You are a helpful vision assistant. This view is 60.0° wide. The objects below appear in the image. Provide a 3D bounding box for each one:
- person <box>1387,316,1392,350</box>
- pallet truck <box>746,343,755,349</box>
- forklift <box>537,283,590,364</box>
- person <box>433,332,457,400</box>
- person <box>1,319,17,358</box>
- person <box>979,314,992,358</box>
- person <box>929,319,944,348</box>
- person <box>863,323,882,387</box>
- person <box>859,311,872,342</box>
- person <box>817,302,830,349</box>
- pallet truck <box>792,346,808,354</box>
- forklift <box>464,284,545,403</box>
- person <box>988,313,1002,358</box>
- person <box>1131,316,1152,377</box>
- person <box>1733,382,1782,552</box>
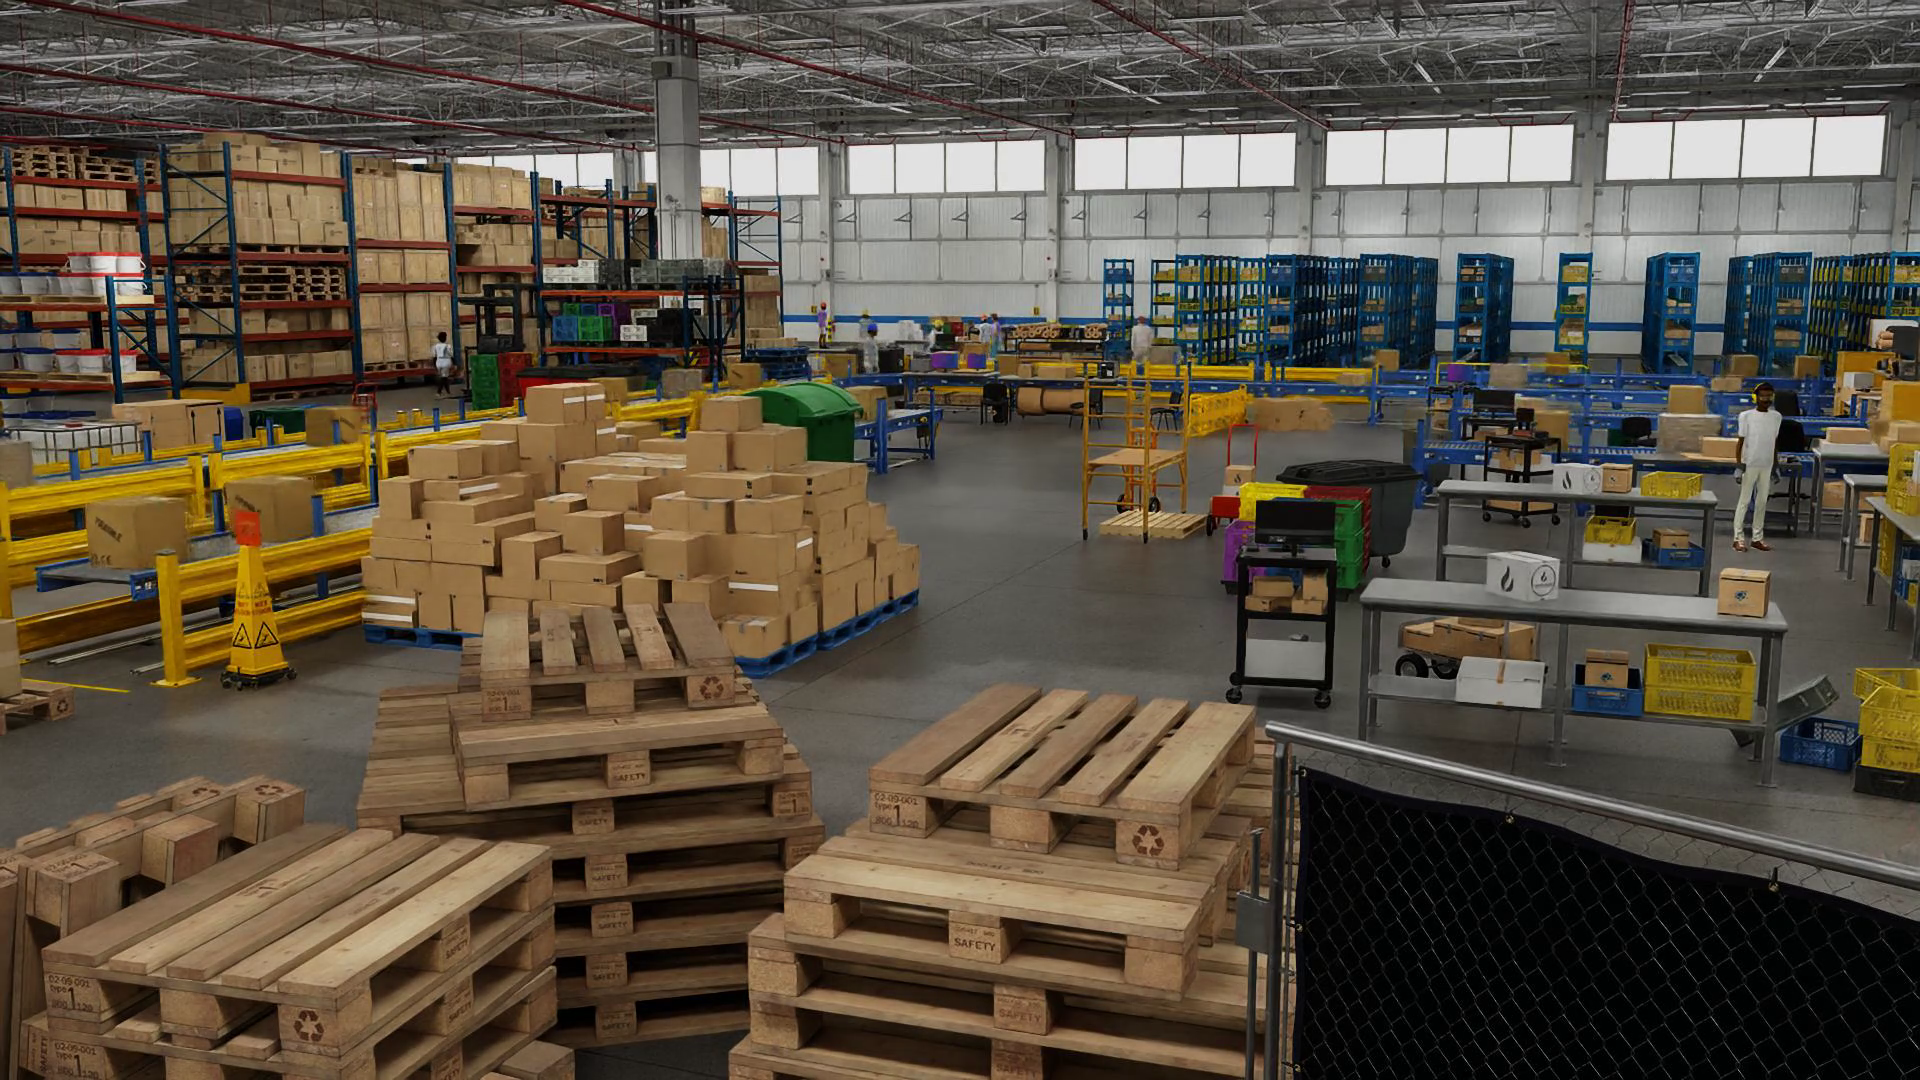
[{"bbox_3d":[14.996,-7.066,57.893,0.584,1.777,0.984,4,10,26],"label":"person"},{"bbox_3d":[-6.183,-4.618,44.264,1.601,1.201,0.680,-9,12,-43],"label":"pallet truck"},{"bbox_3d":[-11.005,-5.595,45.221,1.129,2.768,1.873,3,10,20],"label":"forklift"},{"bbox_3d":[-12.599,-4.238,40.543,0.534,1.654,0.880,4,10,24],"label":"person"},{"bbox_3d":[-26.155,-5.130,45.482,0.655,1.868,0.726,-5,10,-30],"label":"person"},{"bbox_3d":[0.800,-6.557,54.782,0.327,1.752,0.563,7,11,38],"label":"person"},{"bbox_3d":[-0.633,-5.247,46.364,0.418,1.812,0.612,3,10,20],"label":"person"},{"bbox_3d":[-1.993,-4.067,38.611,0.593,1.927,0.616,2,9,10],"label":"person"},{"bbox_3d":[-3.462,-7.694,62.080,0.504,1.706,0.871,-6,11,-34],"label":"person"},{"bbox_3d":[-5.575,-8.737,67.898,0.364,1.939,0.542,-8,12,-40],"label":"person"},{"bbox_3d":[-3.705,-4.298,42.022,0.653,1.274,1.630,3,10,20],"label":"pallet truck"},{"bbox_3d":[-10.832,-4.702,39.610,1.129,2.768,1.873,3,10,20],"label":"forklift"},{"bbox_3d":[1.100,-6.260,52.673,0.463,1.826,0.612,1,9,3],"label":"person"},{"bbox_3d":[5.078,-5.415,47.207,0.683,1.874,0.832,-3,10,-21],"label":"person"},{"bbox_3d":[8.770,-0.797,18.259,0.538,1.869,0.312,-1,9,-7],"label":"person"}]
